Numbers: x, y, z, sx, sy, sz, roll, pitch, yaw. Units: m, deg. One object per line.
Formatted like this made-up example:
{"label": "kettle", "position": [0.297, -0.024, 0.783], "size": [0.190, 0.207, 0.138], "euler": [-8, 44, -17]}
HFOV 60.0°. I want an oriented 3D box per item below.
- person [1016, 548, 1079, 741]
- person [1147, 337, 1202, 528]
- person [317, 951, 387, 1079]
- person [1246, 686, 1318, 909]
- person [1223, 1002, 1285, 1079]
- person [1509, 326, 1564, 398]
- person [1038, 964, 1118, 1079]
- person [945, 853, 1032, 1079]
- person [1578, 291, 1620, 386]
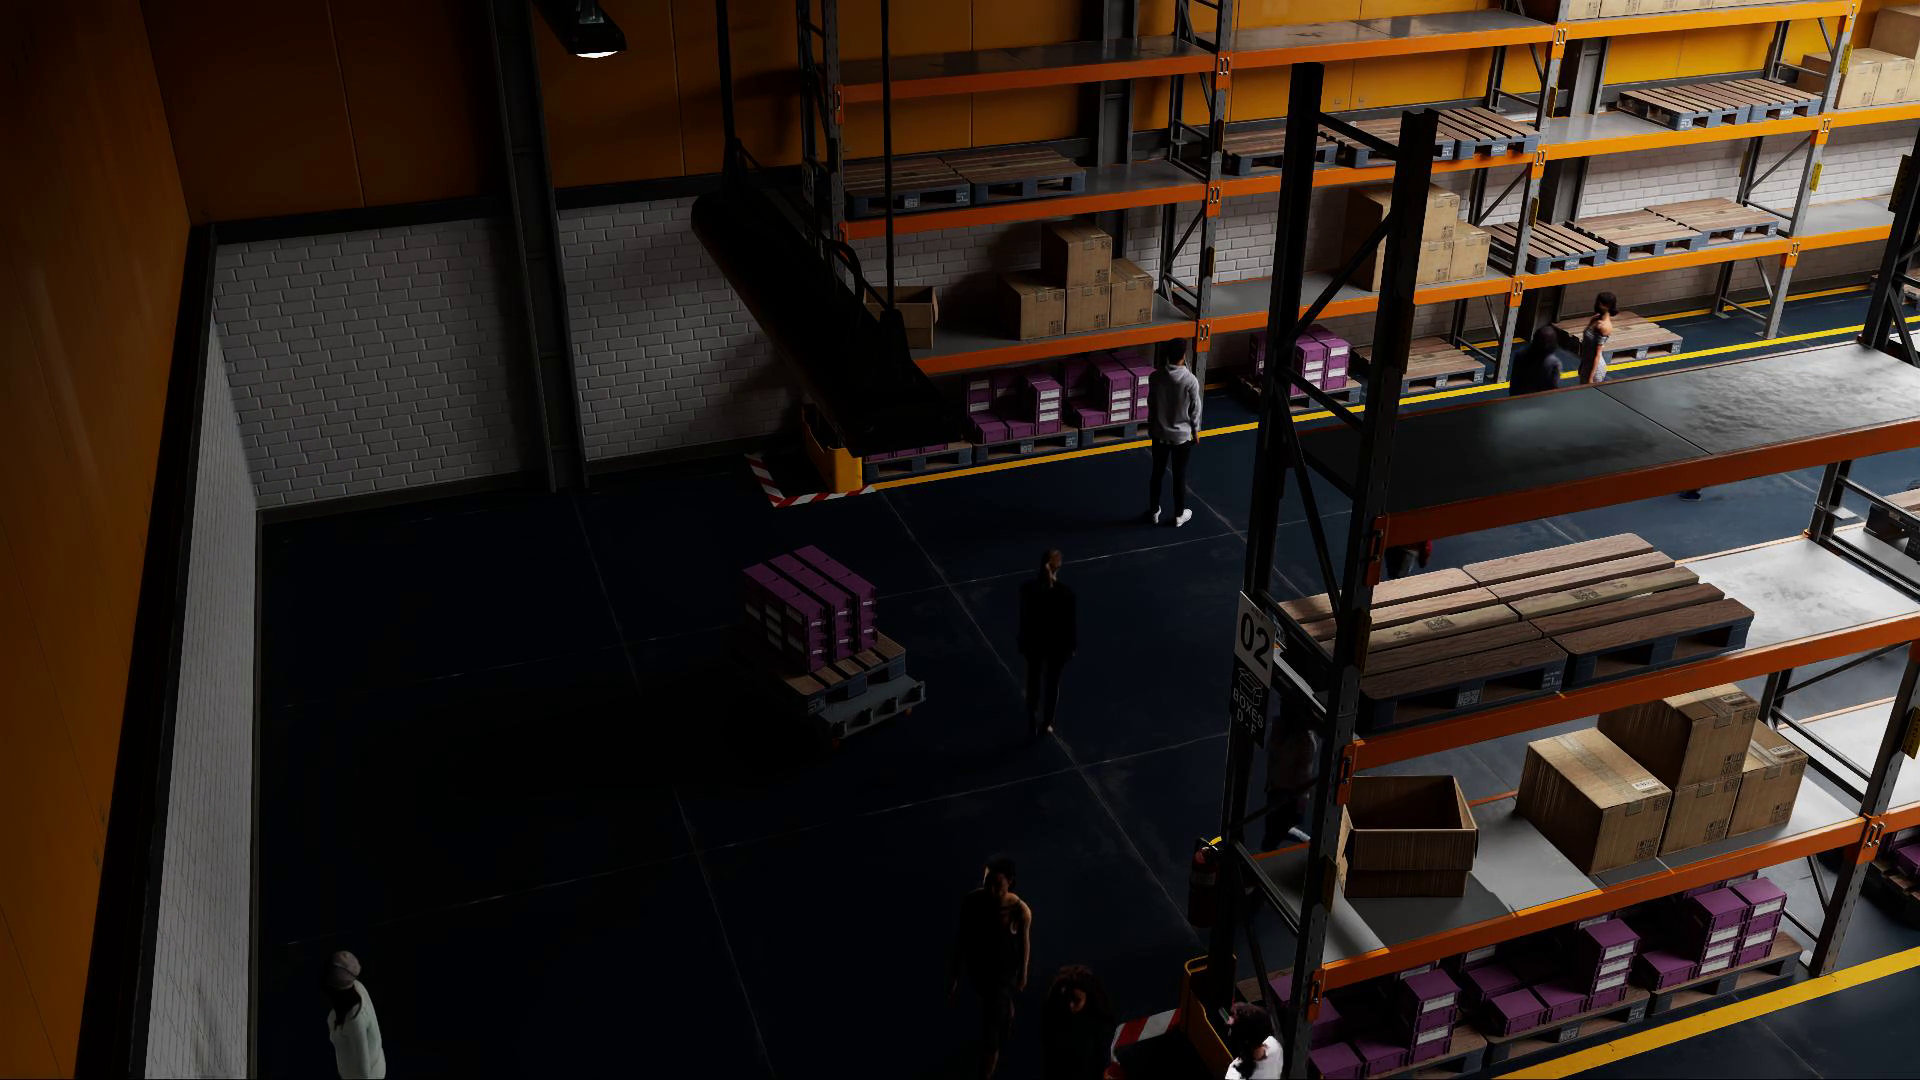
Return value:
{"label": "person", "position": [0.638, 0.865, 12.790], "size": [0.791, 1.694, 0.857], "euler": [7, 29, 13]}
{"label": "person", "position": [2.042, -1.044, 16.043], "size": [0.762, 1.931, 0.840], "euler": [10, 30, 18]}
{"label": "person", "position": [-3.267, 2.893, 9.123], "size": [0.499, 1.647, 0.562], "euler": [-12, 31, -20]}
{"label": "person", "position": [2.252, 1.712, 11.153], "size": [0.987, 1.775, 0.591], "euler": [-10, 30, -18]}
{"label": "person", "position": [1.514, 3.109, 8.527], "size": [0.865, 1.837, 0.799], "euler": [9, 30, 16]}
{"label": "person", "position": [5.911, -1.440, 17.116], "size": [0.786, 1.597, 0.809], "euler": [22, 36, 35]}
{"label": "person", "position": [0.661, 2.931, 9.124], "size": [1.066, 1.579, 1.104], "euler": [11, 30, 19]}
{"label": "person", "position": [0.217, 2.497, 9.813], "size": [1.132, 1.680, 1.155], "euler": [11, 30, 19]}
{"label": "person", "position": [6.647, -1.751, 17.458], "size": [0.670, 1.817, 0.661], "euler": [4, 29, 7]}
